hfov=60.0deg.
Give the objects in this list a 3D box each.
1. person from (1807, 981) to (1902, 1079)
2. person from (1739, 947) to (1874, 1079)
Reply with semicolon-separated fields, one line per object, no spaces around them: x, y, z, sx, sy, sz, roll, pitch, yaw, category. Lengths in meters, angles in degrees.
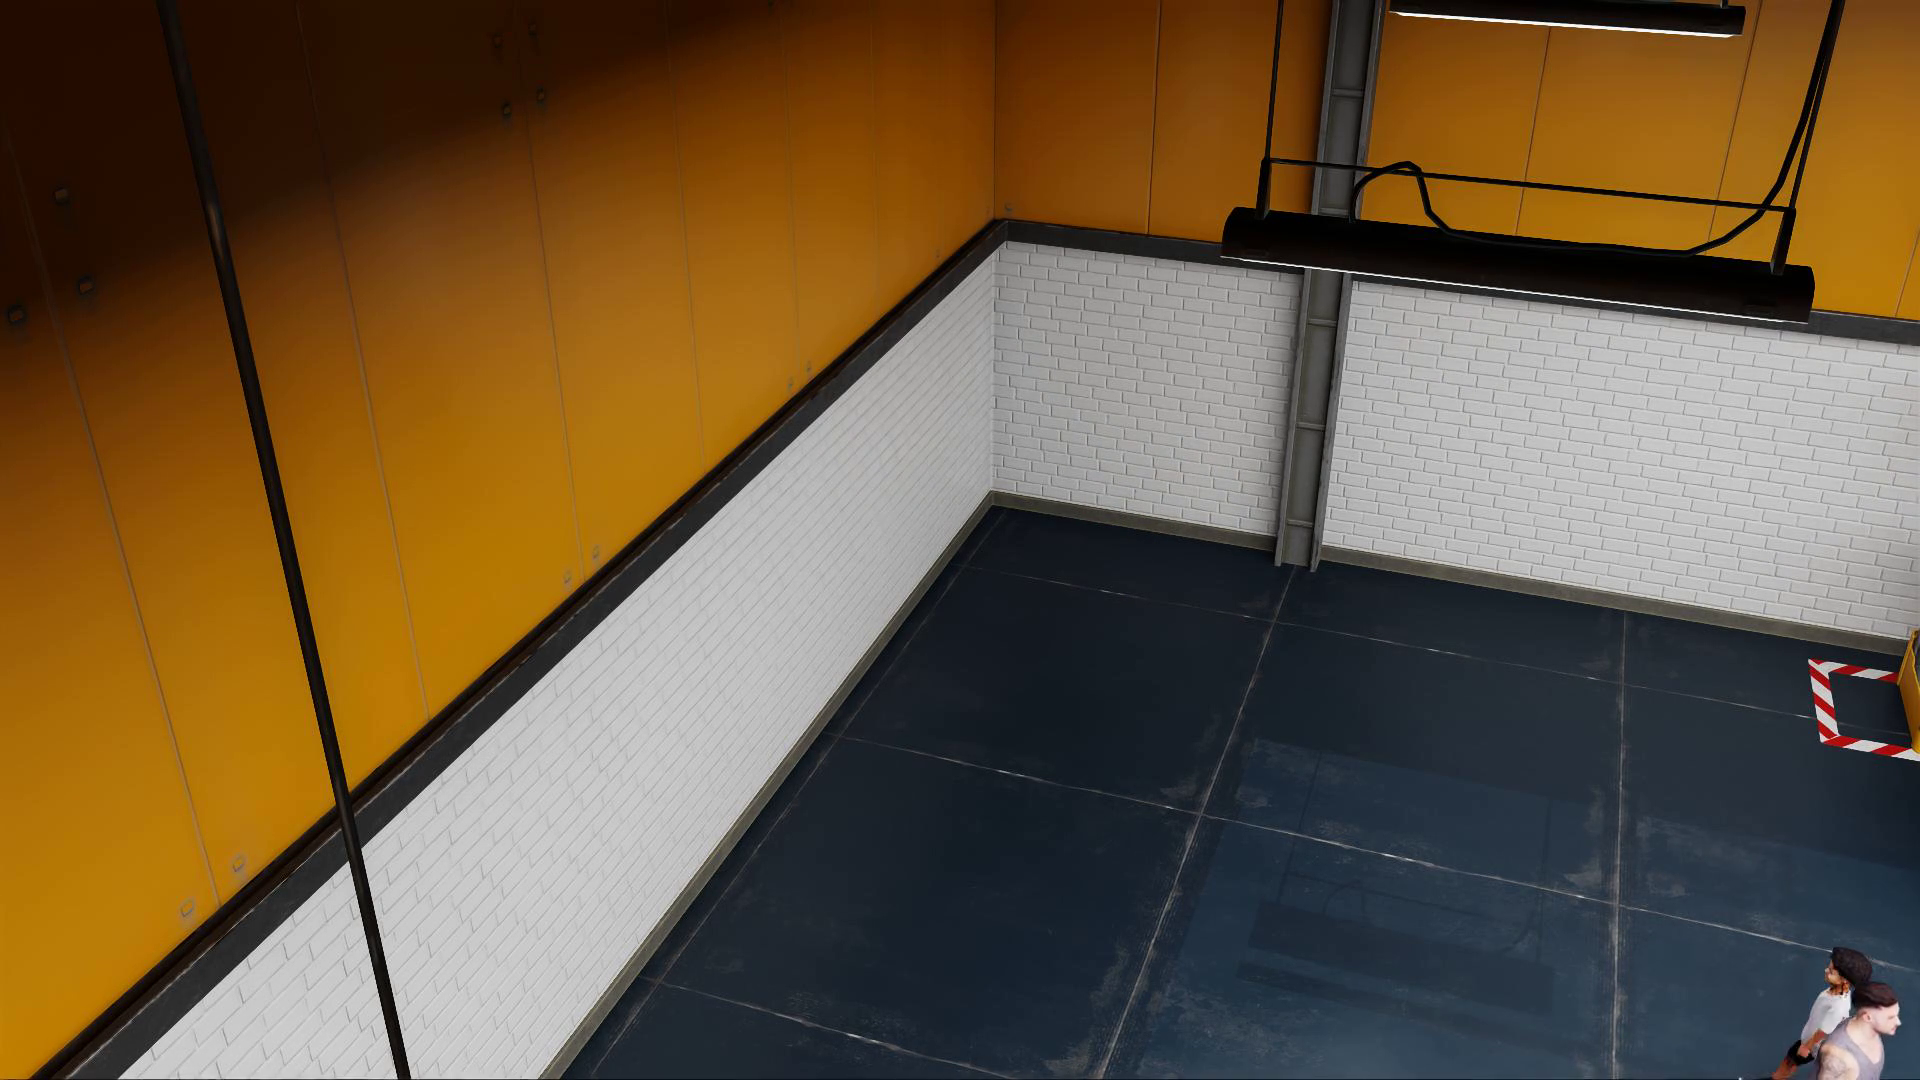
4.618;3.066;8.957;0.947;1.827;1.116;-22;35;-34;person
5.171;2.958;9.796;0.856;1.231;0.485;10;30;18;person
